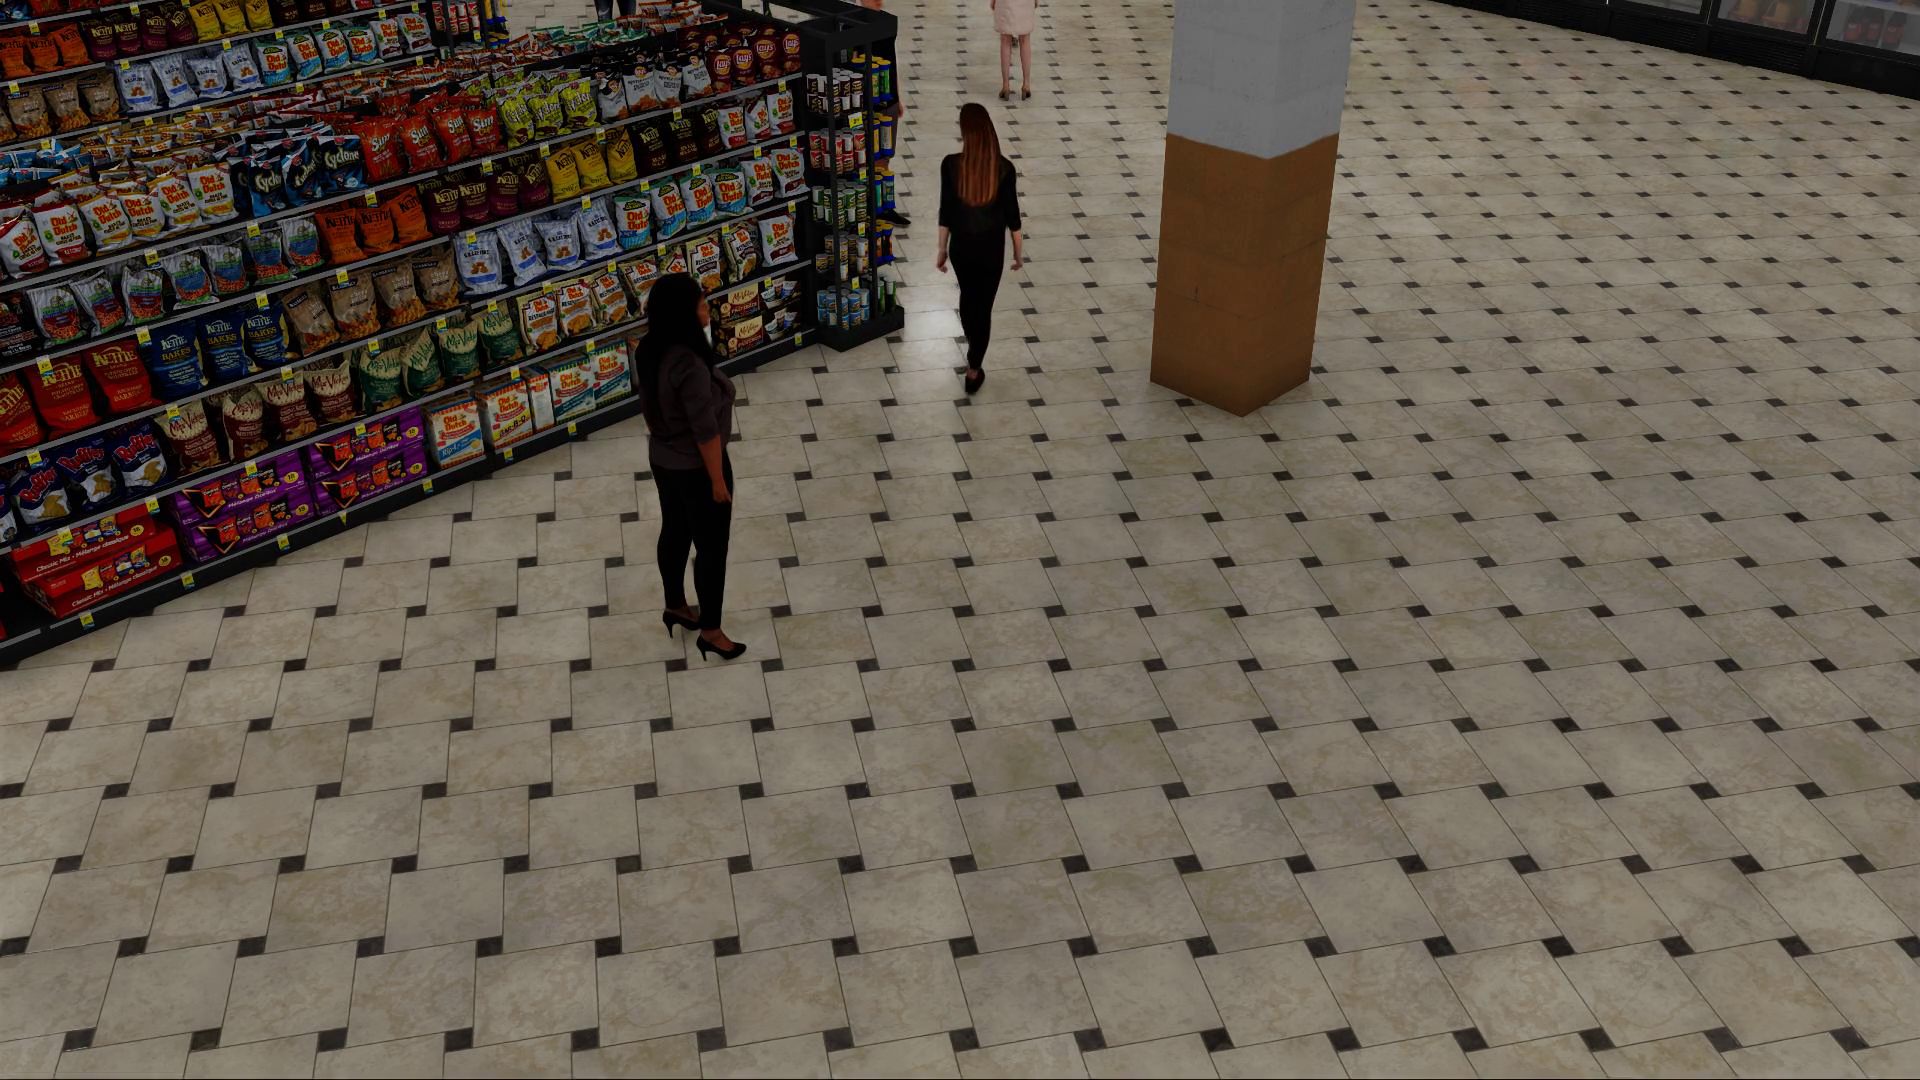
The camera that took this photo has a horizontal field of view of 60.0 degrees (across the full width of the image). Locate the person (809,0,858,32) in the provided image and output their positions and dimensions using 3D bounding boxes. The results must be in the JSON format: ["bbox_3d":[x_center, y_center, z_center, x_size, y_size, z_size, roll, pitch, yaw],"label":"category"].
[{"bbox_3d":[-1.030,-3.773,13.069,0.637,1.705,0.725,-18,36,-26],"label":"person"}]

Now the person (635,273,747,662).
[{"bbox_3d":[-1.207,-0.305,7.370,0.600,1.840,0.658,-25,40,-34],"label":"person"}]

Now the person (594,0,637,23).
[{"bbox_3d":[-3.132,-5.073,14.972,0.657,1.904,0.815,-13,34,-21],"label":"person"}]

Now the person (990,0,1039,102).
[{"bbox_3d":[0.484,-4.744,14.602,0.688,1.735,0.749,0,32,0],"label":"person"}]

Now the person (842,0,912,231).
[{"bbox_3d":[-0.625,-3.127,11.883,0.728,1.862,0.516,26,40,35],"label":"person"}]

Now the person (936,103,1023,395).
[{"bbox_3d":[0.079,-1.641,9.662,0.864,1.685,0.951,7,33,11],"label":"person"}]
